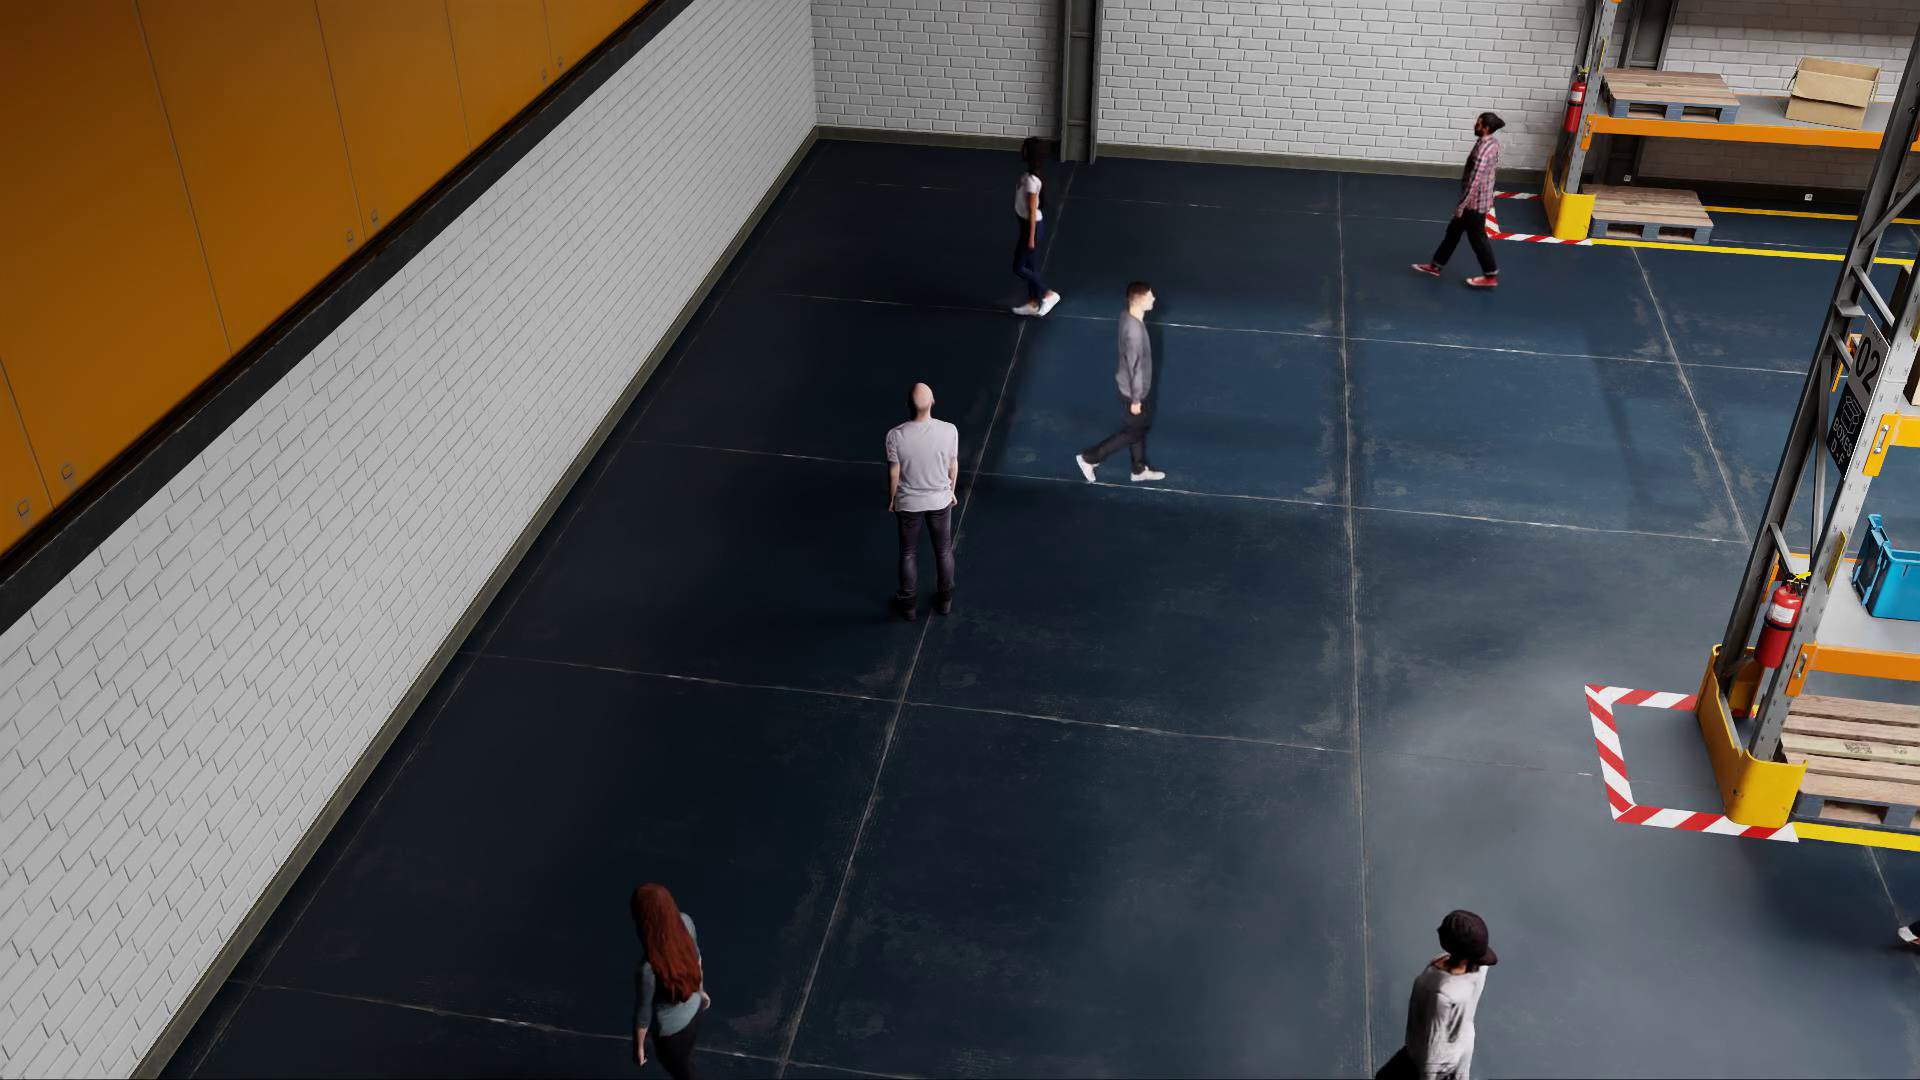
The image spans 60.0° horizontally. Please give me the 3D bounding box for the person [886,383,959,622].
[{"bbox_3d":[-0.257,-0.265,11.493,0.670,1.832,0.802,-8,34,-11],"label":"person"}]

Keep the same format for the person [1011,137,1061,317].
[{"bbox_3d":[0.742,-2.881,15.487,0.719,1.766,0.640,2,34,3],"label":"person"}]

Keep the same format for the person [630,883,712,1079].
[{"bbox_3d":[-1.257,2.275,7.758,0.652,1.736,0.653,12,36,18],"label":"person"}]

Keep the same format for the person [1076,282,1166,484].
[{"bbox_3d":[1.270,-1.184,12.957,1.040,1.742,0.782,-3,34,-5],"label":"person"}]

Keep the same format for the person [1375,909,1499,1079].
[{"bbox_3d":[2.268,2.356,7.631,1.136,1.741,0.984,29,43,36],"label":"person"}]

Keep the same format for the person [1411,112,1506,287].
[{"bbox_3d":[5.050,-3.248,16.083,1.134,1.719,0.830,11,35,17],"label":"person"}]
